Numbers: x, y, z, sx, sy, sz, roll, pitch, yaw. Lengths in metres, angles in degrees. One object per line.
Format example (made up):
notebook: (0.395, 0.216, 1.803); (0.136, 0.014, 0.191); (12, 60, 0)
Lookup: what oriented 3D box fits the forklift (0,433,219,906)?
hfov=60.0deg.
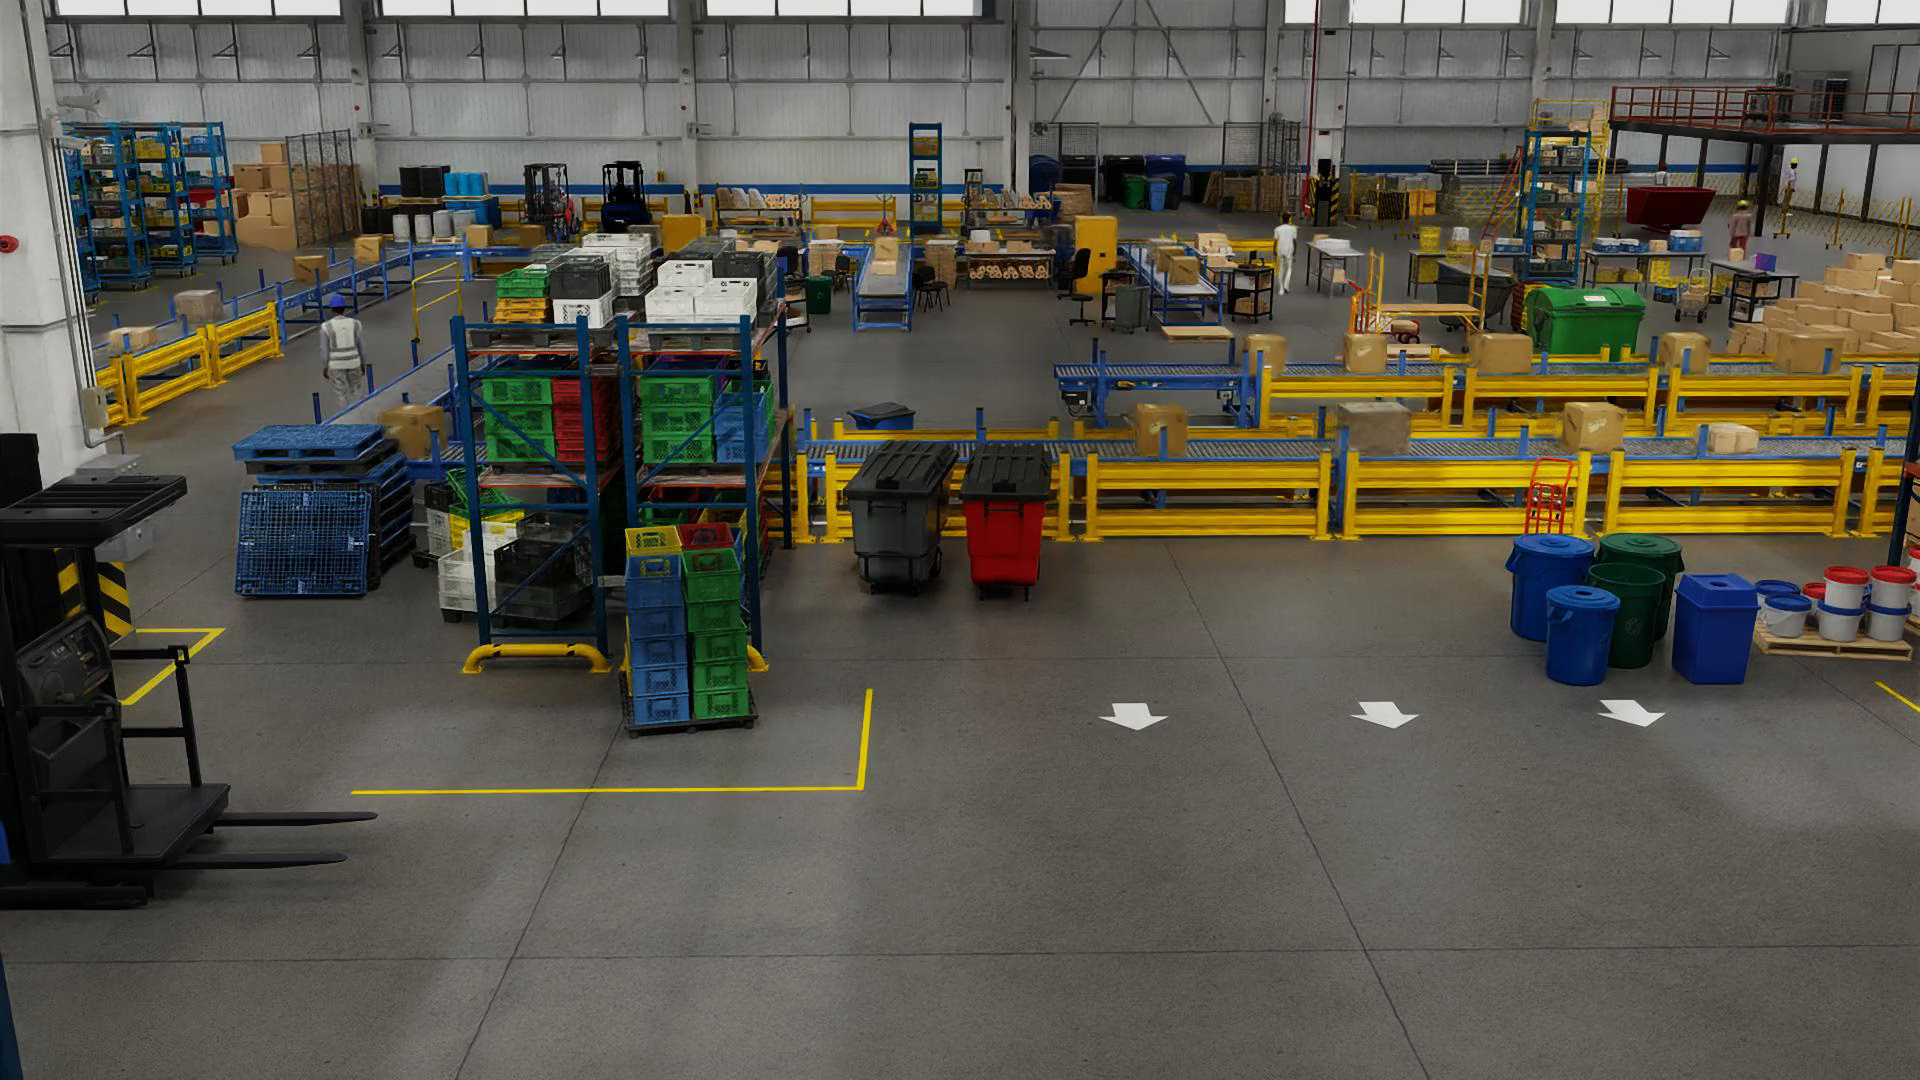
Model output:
forklift: (-5.952, 0.780, 10.366); (1.873, 2.768, 1.129); (0, 16, -1)

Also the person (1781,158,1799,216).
person: (28.094, -11.943, 56.282); (0.589, 1.930, 0.356); (-14, 21, -40)

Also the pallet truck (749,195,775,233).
pallet truck: (-6.051, -9.967, 50.660); (0.680, 1.201, 1.601); (0, 16, -1)

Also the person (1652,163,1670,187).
person: (22.935, -11.383, 54.417); (0.342, 1.882, 0.587); (-12, 20, -35)

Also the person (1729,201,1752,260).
person: (19.459, -7.598, 41.555); (0.532, 1.724, 0.900); (3, 16, 10)

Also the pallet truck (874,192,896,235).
pallet truck: (-2.277, -9.986, 50.594); (0.653, 1.274, 1.630); (0, 16, -1)

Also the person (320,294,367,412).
person: (-8.656, -2.475, 23.373); (0.615, 1.938, 0.427); (-13, 20, -37)

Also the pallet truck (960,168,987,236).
pallet truck: (0.383, -10.230, 50.206); (0.823, 1.965, 1.885); (-1, 16, -3)

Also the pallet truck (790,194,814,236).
pallet truck: (-4.814, -9.883, 50.259); (0.704, 1.261, 1.522); (-1, 16, -3)

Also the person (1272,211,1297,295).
person: (7.271, -6.417, 37.204); (0.561, 1.855, 0.400); (4, 16, 12)

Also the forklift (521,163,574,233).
forklift: (-12.233, -10.122, 49.298); (1.157, 1.987, 2.680); (0, 16, -1)

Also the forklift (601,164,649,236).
forklift: (-9.948, -10.127, 49.296); (1.157, 1.987, 2.680); (-1, 16, -3)

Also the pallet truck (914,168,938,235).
pallet truck: (-0.989, -10.316, 50.507); (0.823, 1.965, 1.885); (1, 16, 3)
